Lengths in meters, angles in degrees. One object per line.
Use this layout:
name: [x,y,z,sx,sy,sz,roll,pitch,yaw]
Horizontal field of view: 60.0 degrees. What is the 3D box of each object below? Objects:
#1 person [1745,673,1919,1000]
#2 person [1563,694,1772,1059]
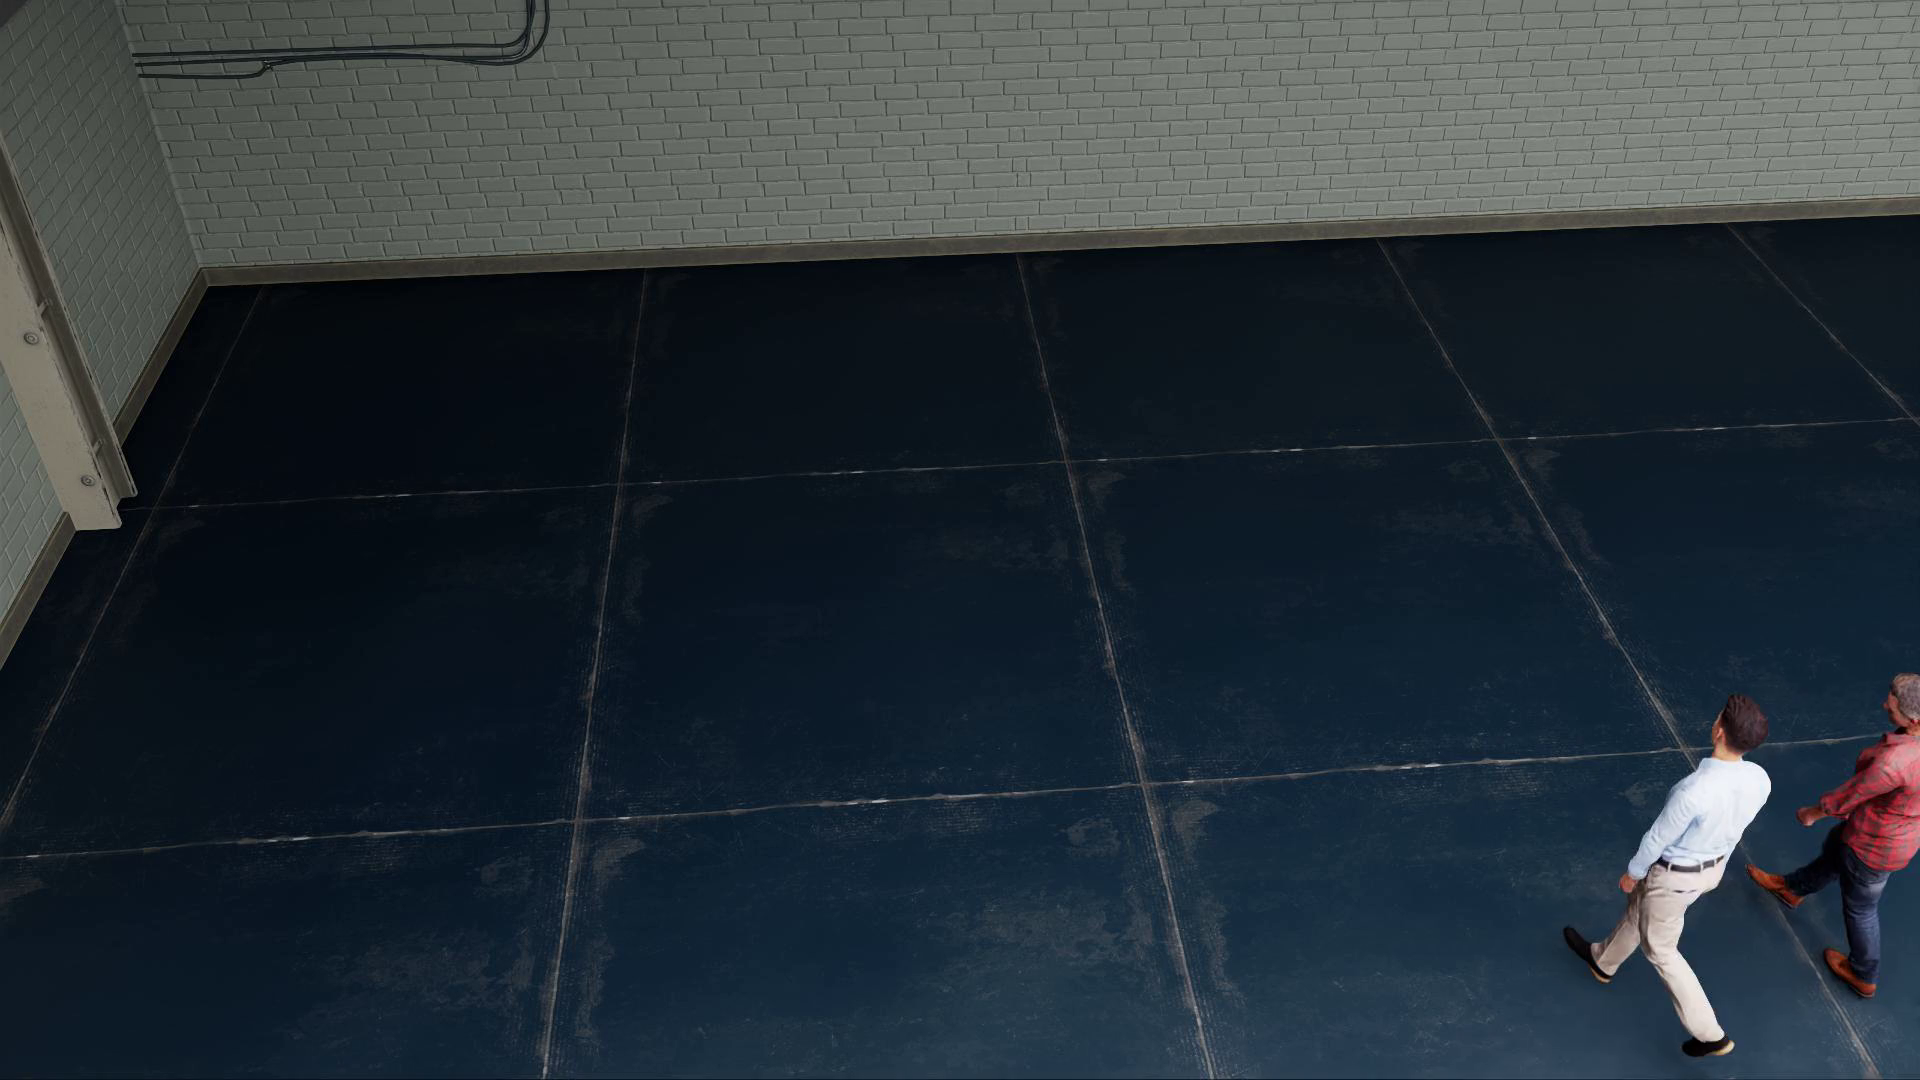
person: [4.147,1.369,7.379,0.992,1.790,1.149,-19,42,-23]
person: [3.170,1.500,7.193,0.959,1.813,1.257,-20,42,-24]
